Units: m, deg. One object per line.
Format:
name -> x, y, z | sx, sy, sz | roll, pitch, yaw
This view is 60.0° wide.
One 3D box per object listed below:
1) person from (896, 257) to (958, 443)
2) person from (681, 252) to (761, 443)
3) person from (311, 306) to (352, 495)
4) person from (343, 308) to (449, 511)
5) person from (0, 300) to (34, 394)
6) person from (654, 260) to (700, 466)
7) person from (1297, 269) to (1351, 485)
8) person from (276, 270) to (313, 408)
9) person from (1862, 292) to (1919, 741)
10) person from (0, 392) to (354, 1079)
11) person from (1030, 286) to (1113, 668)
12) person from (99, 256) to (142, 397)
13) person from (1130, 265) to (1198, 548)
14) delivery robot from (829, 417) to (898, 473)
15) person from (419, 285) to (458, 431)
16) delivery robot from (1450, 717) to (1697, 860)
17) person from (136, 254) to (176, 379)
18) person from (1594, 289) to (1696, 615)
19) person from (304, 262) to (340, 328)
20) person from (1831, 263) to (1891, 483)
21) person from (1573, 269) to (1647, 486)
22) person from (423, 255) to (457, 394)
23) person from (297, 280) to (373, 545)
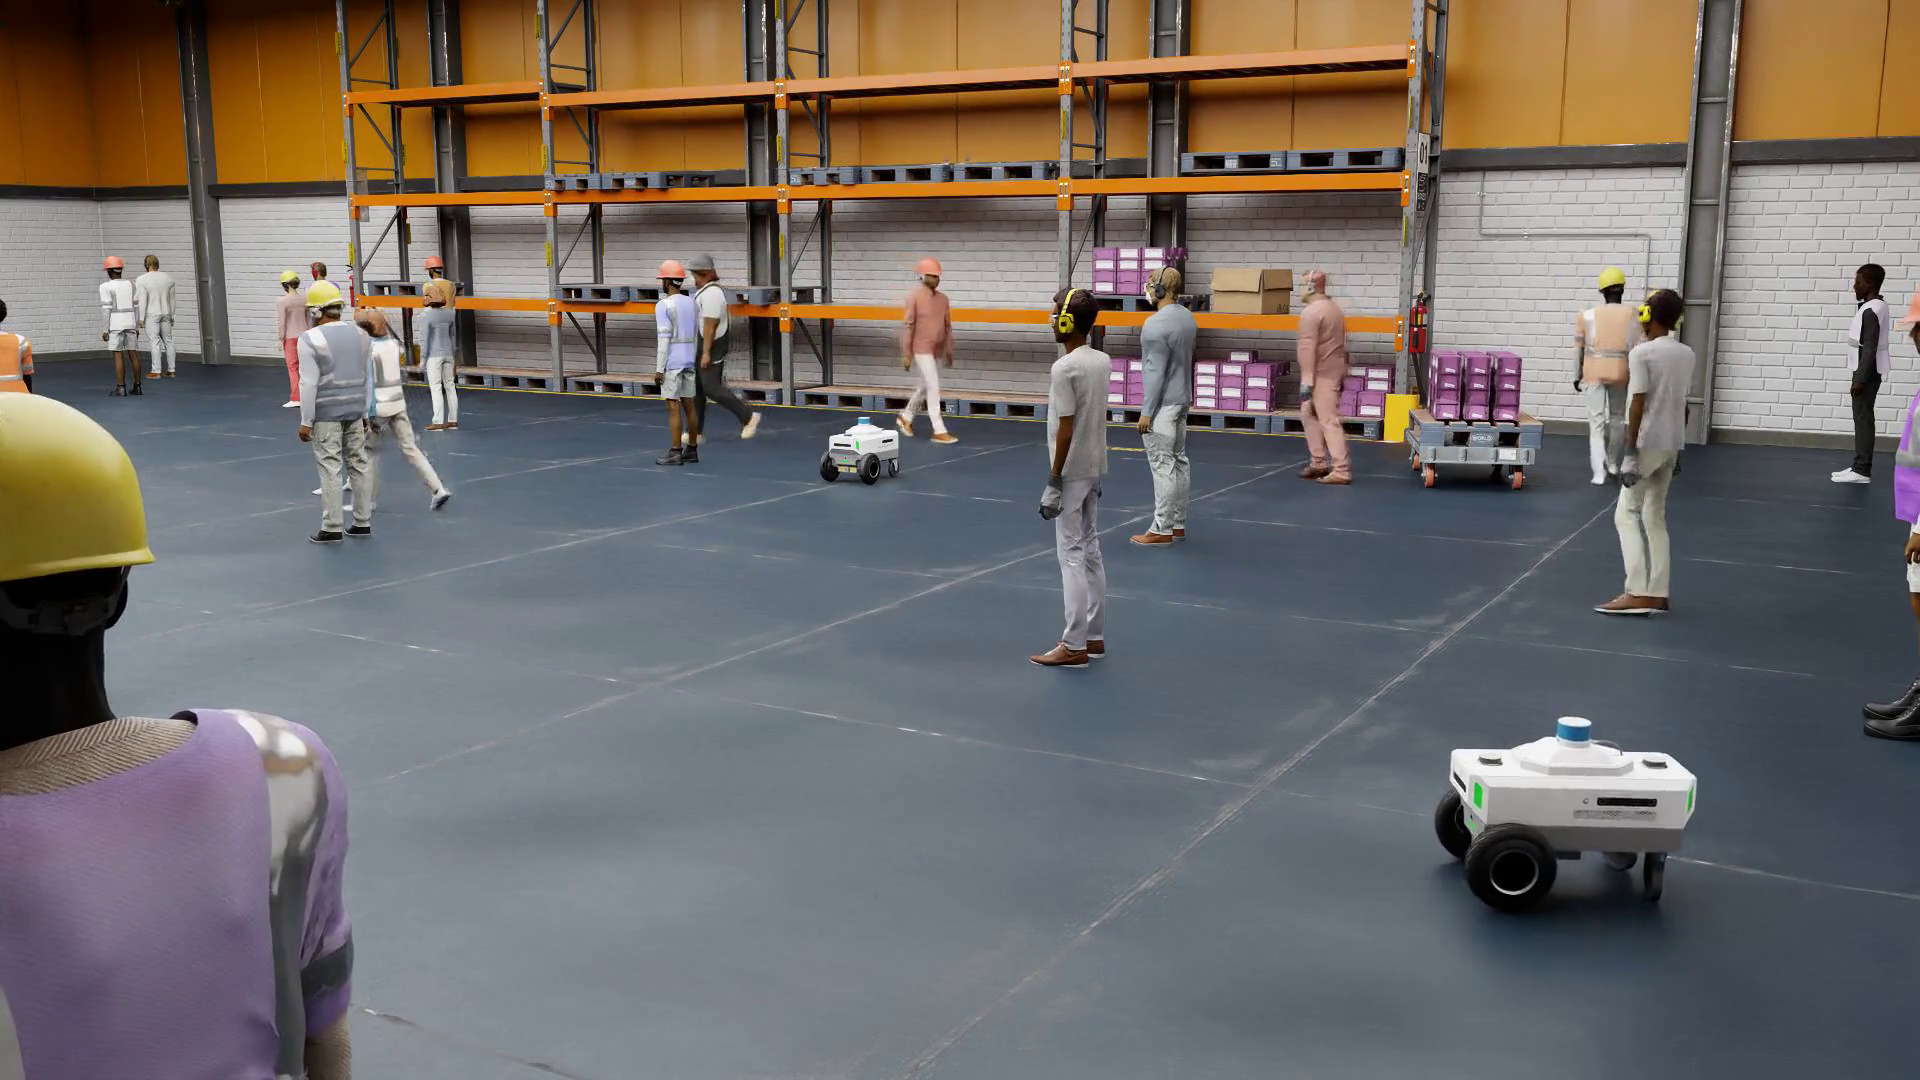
person -> -0.377, -2.035, 17.759 | 0.963, 1.962, 0.624 | 9, 14, 43
person -> -2.573, -2.023, 17.448 | 0.836, 2.000, 0.679 | -3, 11, -18
person -> -5.227, -1.188, 13.857 | 0.307, 1.641, 0.513 | 6, 11, 29
person -> -4.406, -0.997, 12.923 | 0.811, 1.602, 0.529 | 3, 11, 18
person -> -7.326, -1.015, 12.709 | 0.318, 1.699, 0.534 | 6, 11, 29
person -> -2.695, -1.670, 15.739 | 0.354, 1.939, 0.544 | 6, 11, 29
person -> 3.160, -1.417, 14.524 | 0.649, 1.867, 0.648 | 5, 11, 28
person -> -8.561, -2.586, 21.417 | 0.309, 1.769, 0.524 | 6, 11, 29
person -> 4.051, -0.119, 6.958 | 0.355, 1.938, 0.544 | 6, 11, 29
person -> -0.882, 0.813, 1.713 | 0.362, 1.928, 0.587 | 6, 11, 29
person -> 0.555, -0.305, 8.203 | 0.328, 1.872, 0.511 | 6, 11, 29
person -> -11.607, -2.950, 22.989 | 0.355, 1.938, 0.544 | 6, 11, 29
person -> 1.406, -0.917, 11.475 | 0.372, 1.940, 0.632 | 6, 11, 29
delivery robot -> -0.846, -0.846, 14.724 | 0.477, 0.478, 0.707 | 6, 12, 29
person -> -5.875, -2.045, 18.726 | 0.286, 1.633, 0.499 | 6, 11, 29
delivery robot -> 1.959, 0.812, 5.335 | 0.707, 0.478, 0.477 | 1, 10, 3
person -> -12.617, -3.504, 26.123 | 0.372, 1.940, 0.632 | 6, 11, 29
person -> 3.905, -0.495, 9.410 | 0.667, 1.829, 0.416 | -6, 12, -31
person -> -9.206, -3.099, 24.089 | 0.389, 1.846, 0.567 | 6, 11, 29
person -> 7.941, -1.456, 14.585 | 0.391, 1.920, 0.593 | 6, 11, 29
person -> 5.690, -1.433, 14.631 | 0.579, 1.861, 0.982 | 3, 10, 15
person -> -7.331, -3.022, 23.398 | 0.355, 1.938, 0.544 | 6, 11, 29
person -> -4.362, -0.885, 11.593 | 0.404, 1.833, 0.589 | 6, 11, 29
